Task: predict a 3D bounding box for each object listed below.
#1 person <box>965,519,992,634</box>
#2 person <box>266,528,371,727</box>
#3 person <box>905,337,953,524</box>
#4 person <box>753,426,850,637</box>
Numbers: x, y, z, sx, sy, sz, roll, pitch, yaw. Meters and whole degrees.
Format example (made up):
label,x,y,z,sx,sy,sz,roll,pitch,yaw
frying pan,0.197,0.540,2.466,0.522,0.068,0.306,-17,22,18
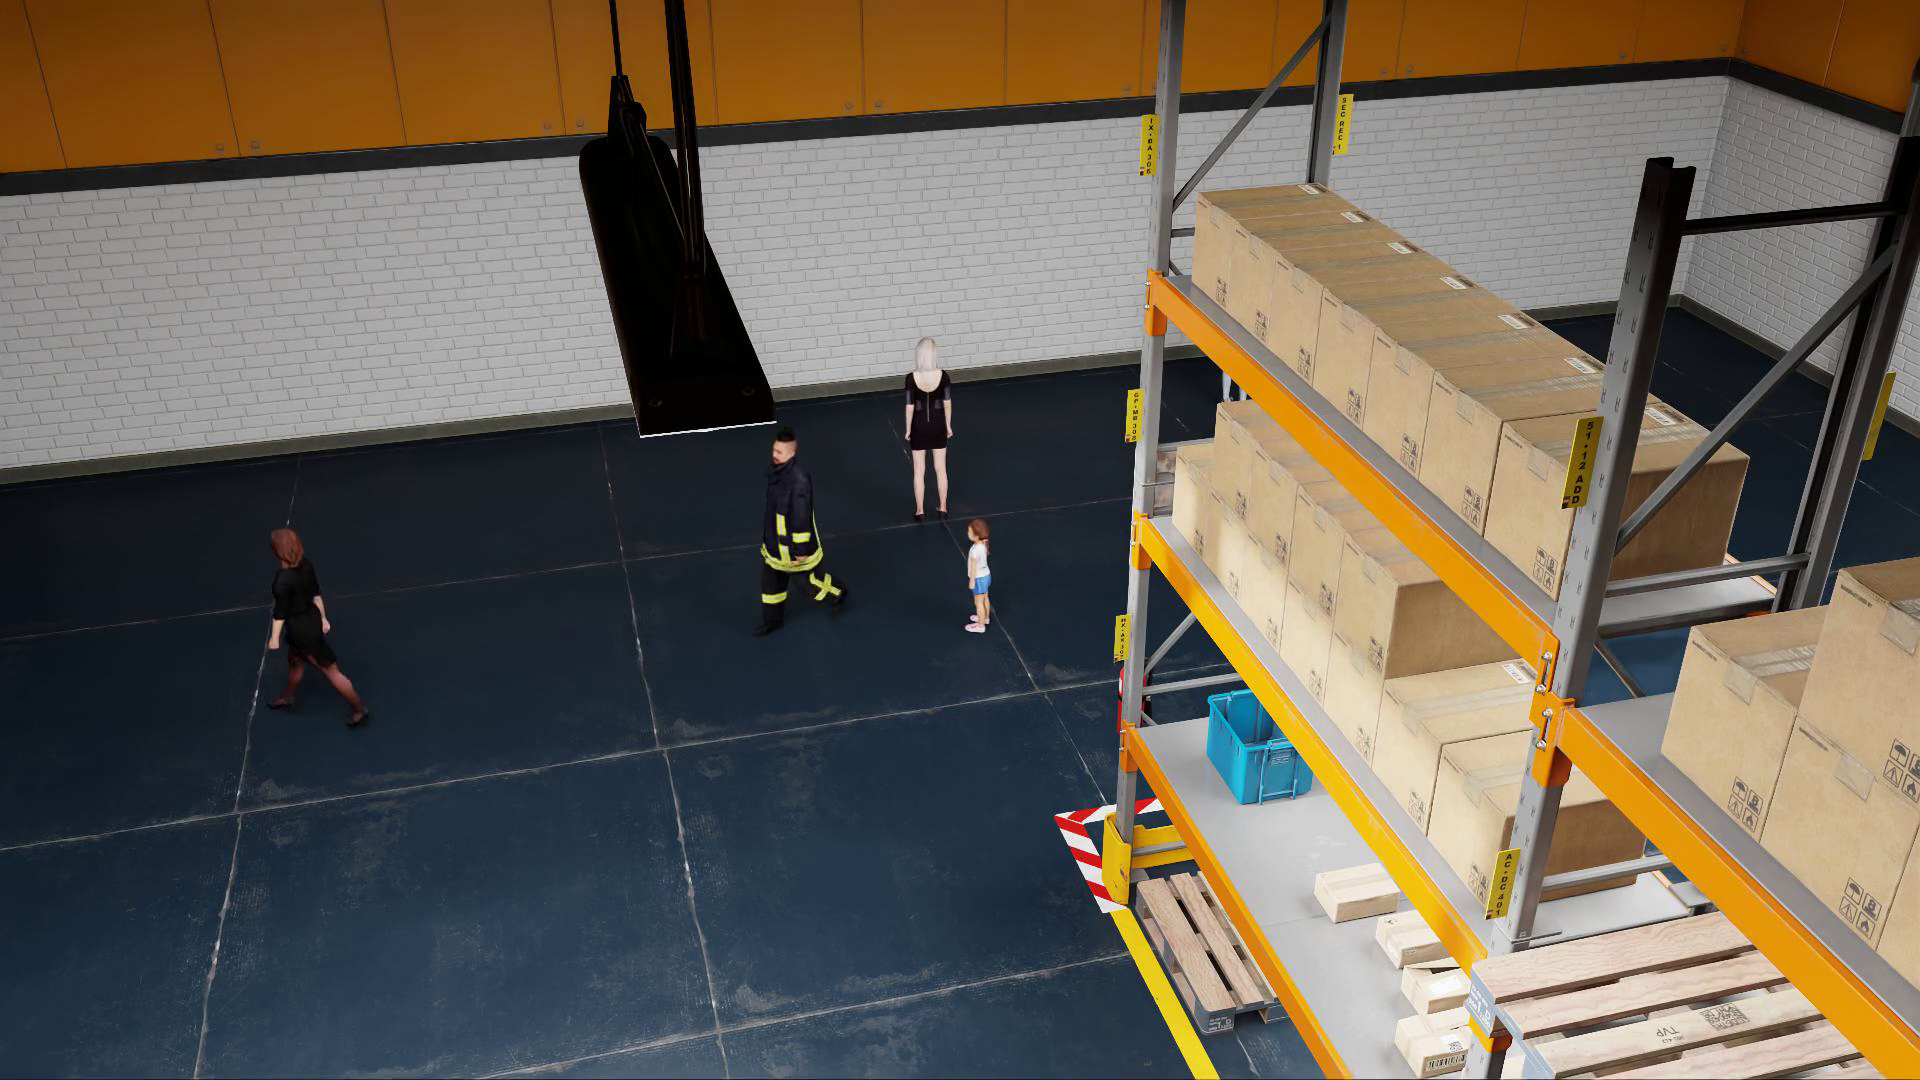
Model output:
label,x,y,z,sx,sy,sz,roll,pitch,yaw
person,0.165,0.286,13.829,0.534,1.019,0.454,9,30,15
person,-4.784,0.711,12.384,0.899,1.658,1.096,2,29,4
person,-0.295,-1.017,15.371,0.608,1.829,0.523,-5,29,-8
person,-1.316,-0.082,13.658,1.052,1.828,1.151,-19,34,-31
